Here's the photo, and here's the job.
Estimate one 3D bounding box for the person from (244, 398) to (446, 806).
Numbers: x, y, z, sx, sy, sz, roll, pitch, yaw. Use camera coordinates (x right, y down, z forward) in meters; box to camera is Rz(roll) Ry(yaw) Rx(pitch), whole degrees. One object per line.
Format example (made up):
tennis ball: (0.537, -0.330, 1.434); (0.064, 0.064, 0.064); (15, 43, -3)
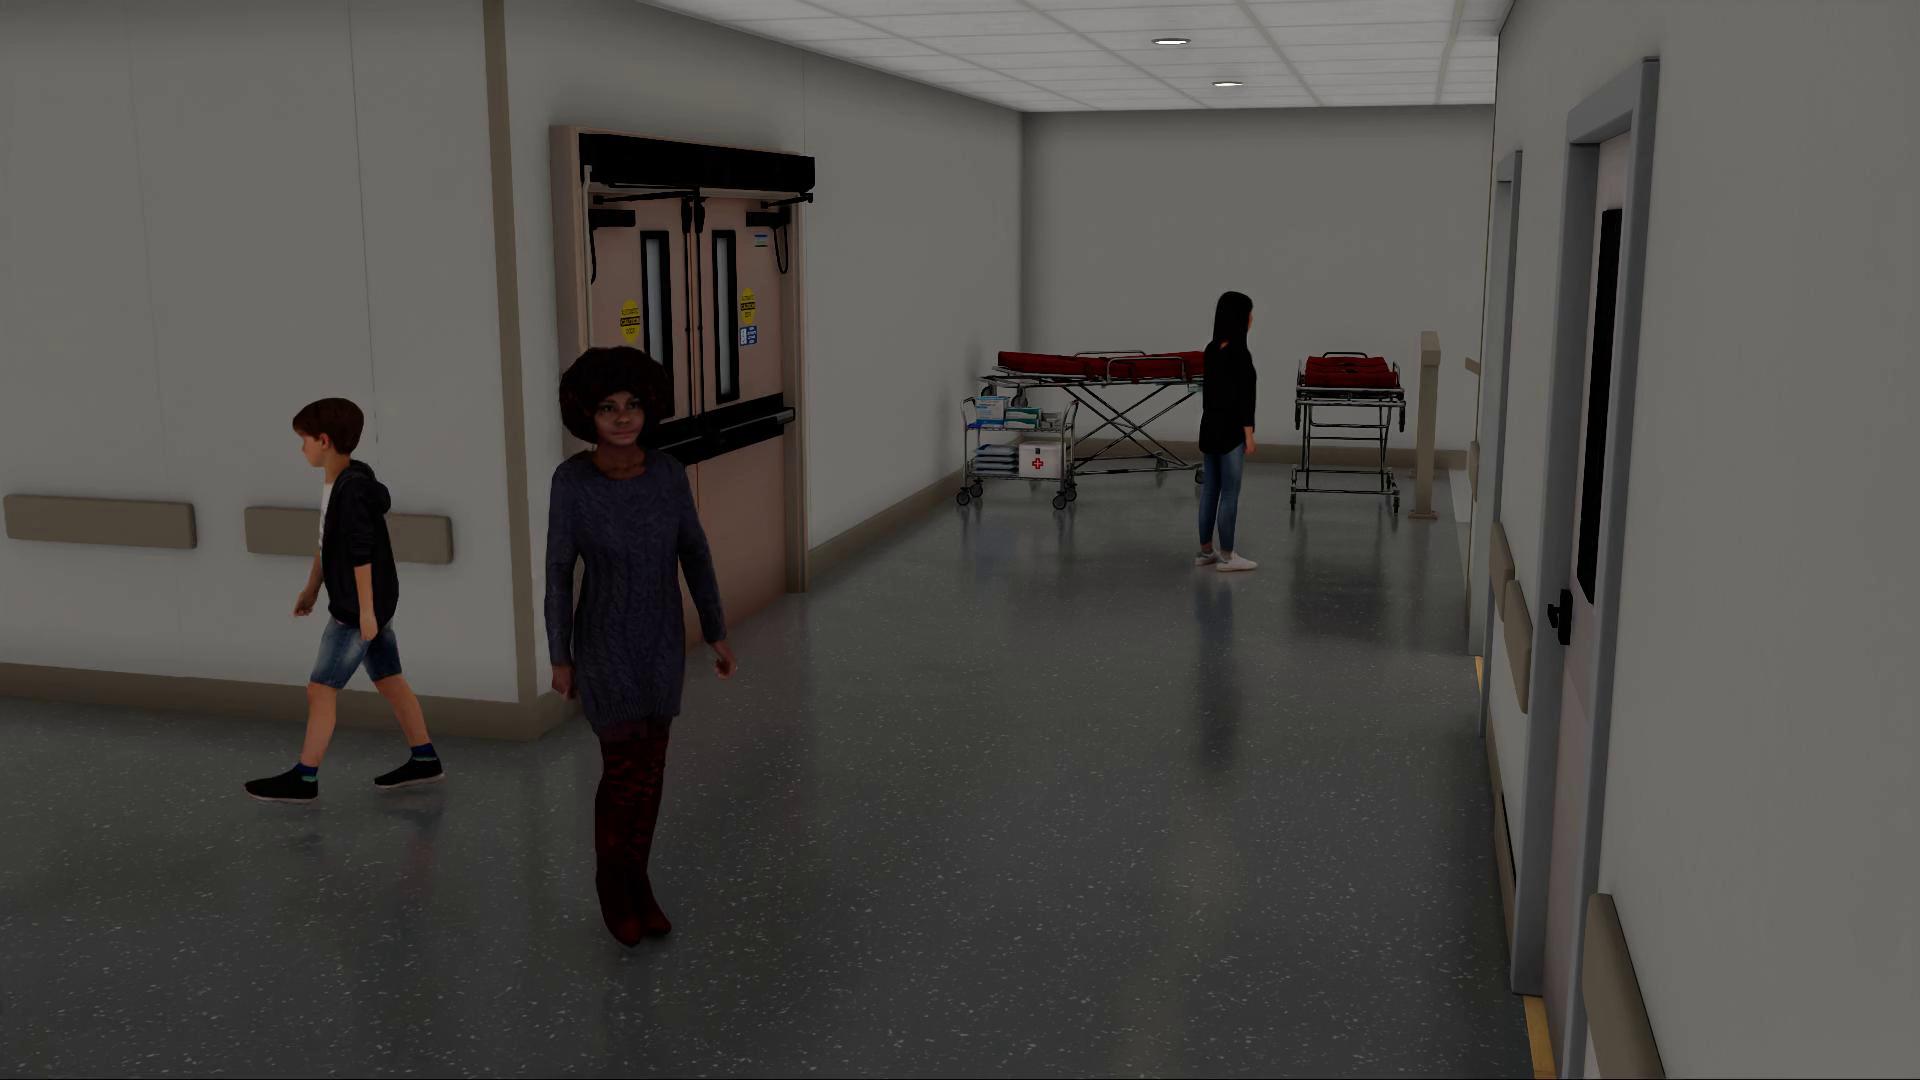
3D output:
person: (-2.062, 0.225, 5.897); (0.910, 1.413, 0.910); (-4, 12, -21)

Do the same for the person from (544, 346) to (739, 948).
person: (-0.981, 0.306, 4.707); (0.717, 1.698, 0.797); (-9, 14, -41)

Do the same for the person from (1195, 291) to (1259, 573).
person: (1.575, -0.649, 9.884); (0.715, 1.644, 0.649); (-6, 12, -27)
